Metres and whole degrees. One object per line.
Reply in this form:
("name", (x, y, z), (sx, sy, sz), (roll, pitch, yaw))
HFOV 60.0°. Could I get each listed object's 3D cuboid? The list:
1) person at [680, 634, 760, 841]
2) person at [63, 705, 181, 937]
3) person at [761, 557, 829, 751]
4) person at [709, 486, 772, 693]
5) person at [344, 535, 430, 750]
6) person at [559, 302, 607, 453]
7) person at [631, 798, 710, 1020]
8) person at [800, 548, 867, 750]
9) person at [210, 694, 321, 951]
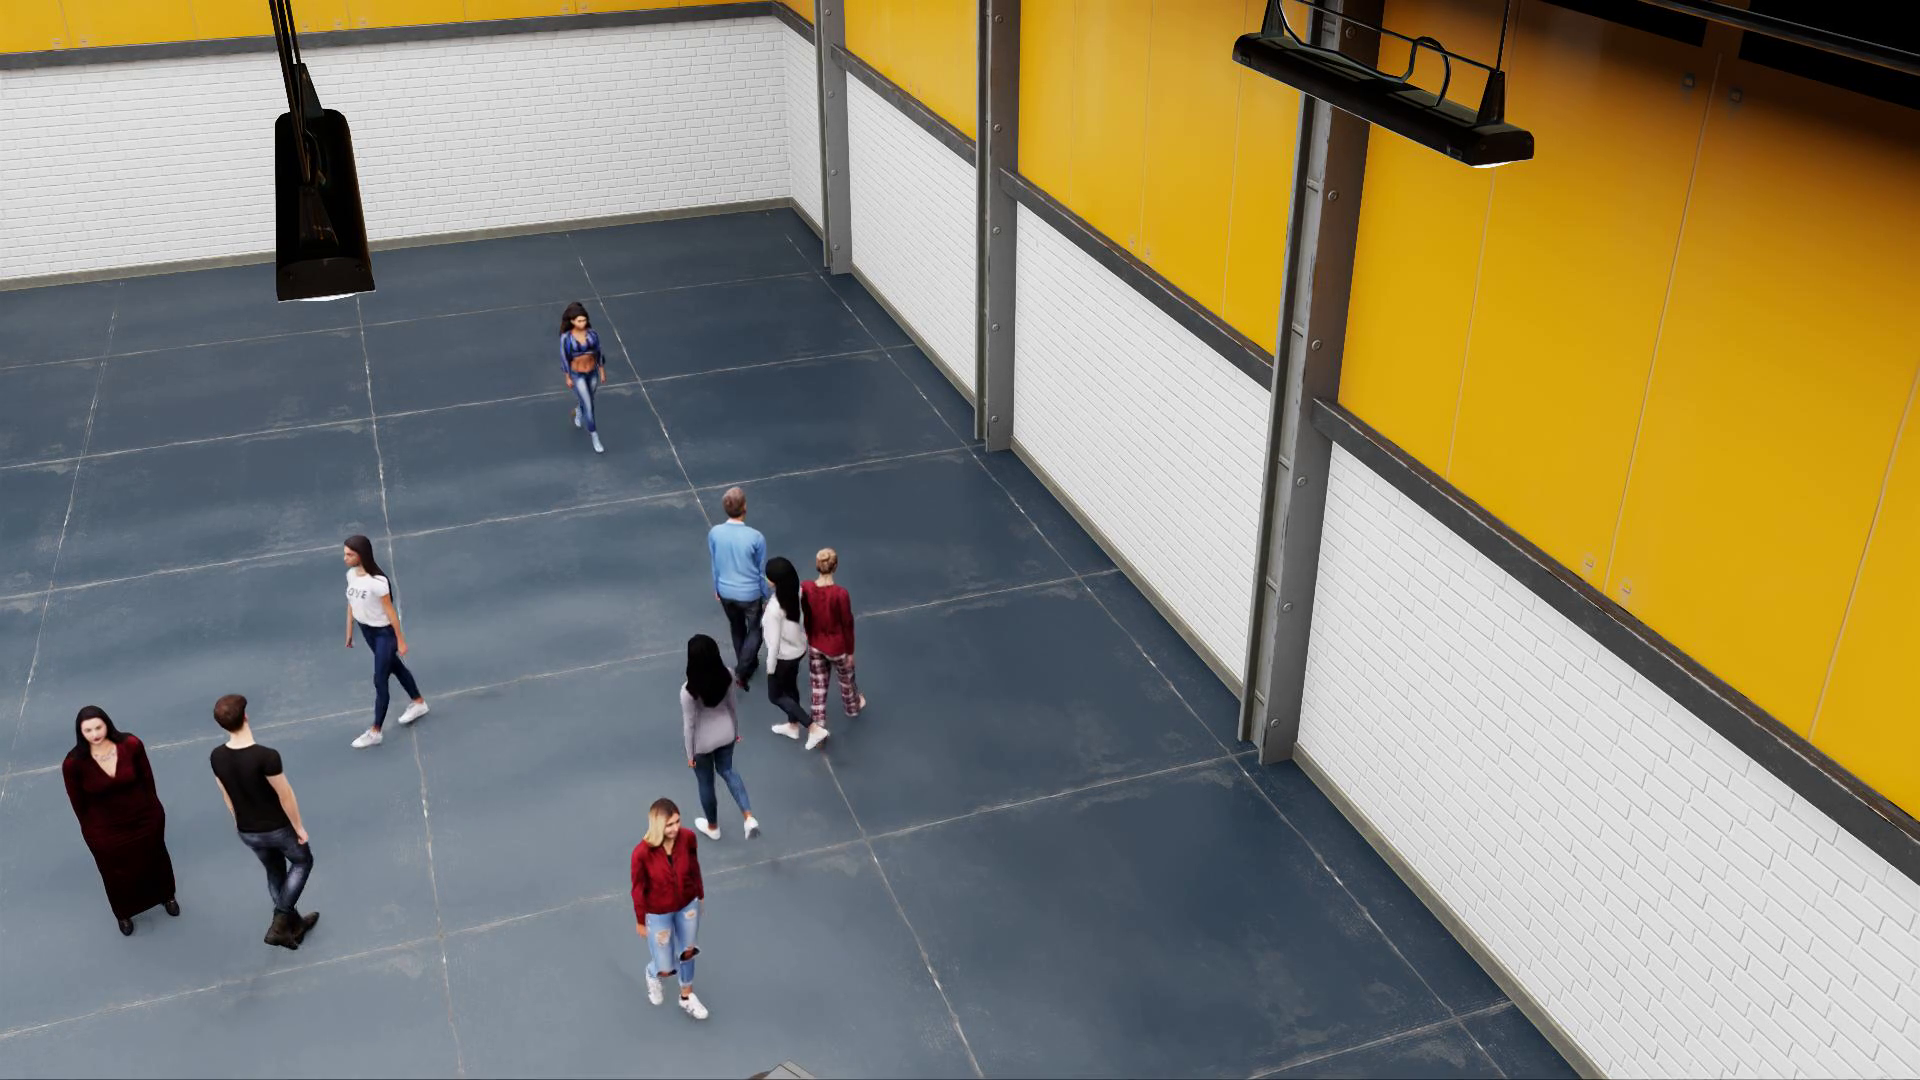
("person", (-1.686, 1.449, 11.694), (0.814, 1.722, 0.968), (-24, 36, -36))
("person", (-5.533, 1.824, 10.971), (0.744, 1.756, 0.729), (-21, 35, -33))
("person", (-1.260, 0.889, 12.759), (0.947, 1.686, 0.895), (12, 31, 21))
("person", (-1.798, 0.434, 13.472), (0.950, 1.801, 1.060), (7, 29, 12))
("person", (-4.450, 0.720, 13.007), (1.020, 1.745, 1.000), (20, 34, 32))
("person", (-4.034, -1.762, 17.722), (0.763, 1.588, 1.117), (-17, 33, -29))
("person", (-1.828, 2.260, 10.310), (0.736, 1.625, 0.798), (-21, 35, -34))
("person", (-1.042, 0.849, 12.853), (0.983, 1.666, 1.074), (10, 30, 17))
("person", (-4.509, 1.900, 10.708), (0.917, 1.875, 0.989), (6, 29, 11))
